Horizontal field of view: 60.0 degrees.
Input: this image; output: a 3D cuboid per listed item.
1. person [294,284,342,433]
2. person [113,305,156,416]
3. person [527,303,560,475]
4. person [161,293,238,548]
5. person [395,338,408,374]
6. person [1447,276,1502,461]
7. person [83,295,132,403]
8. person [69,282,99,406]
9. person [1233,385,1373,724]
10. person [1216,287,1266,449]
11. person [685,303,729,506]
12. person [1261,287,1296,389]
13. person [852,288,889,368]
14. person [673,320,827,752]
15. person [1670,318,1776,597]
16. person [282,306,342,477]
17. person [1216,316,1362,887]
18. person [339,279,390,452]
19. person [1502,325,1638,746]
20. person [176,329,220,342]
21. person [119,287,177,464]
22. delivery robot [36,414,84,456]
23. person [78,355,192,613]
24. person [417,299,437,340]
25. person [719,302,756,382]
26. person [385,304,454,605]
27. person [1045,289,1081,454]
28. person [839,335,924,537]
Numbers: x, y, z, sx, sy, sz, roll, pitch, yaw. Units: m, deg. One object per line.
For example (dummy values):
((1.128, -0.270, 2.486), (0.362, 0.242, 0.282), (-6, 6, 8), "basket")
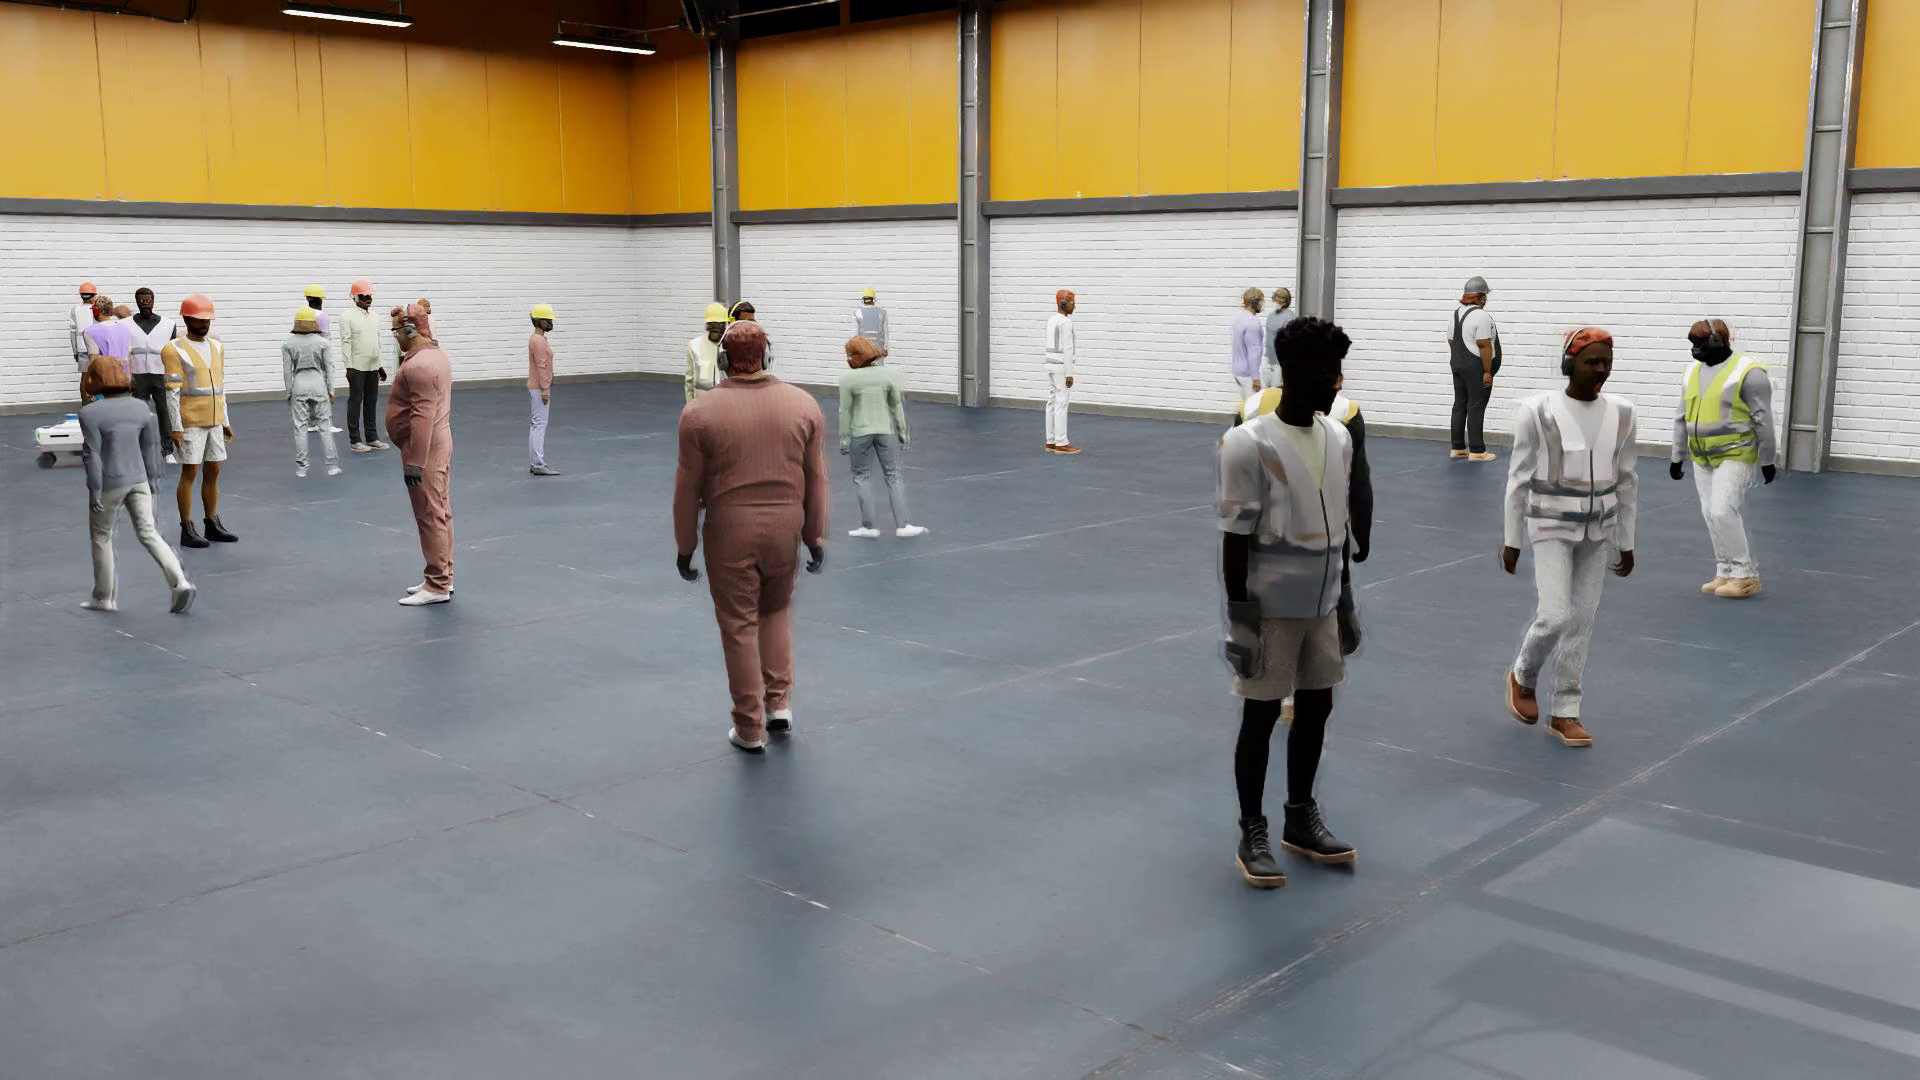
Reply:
((-8.306, -2.338, 21.494), (0.594, 1.924, 0.373), (5, 10, 27), "person")
((-11.931, -2.570, 23.925), (0.561, 1.600, 0.593), (-4, 10, -25), "person")
((-4.299, -1.550, 17.158), (0.326, 1.765, 0.530), (-3, 10, -19), "person")
((-5.797, -0.914, 12.739), (0.376, 1.932, 0.551), (4, 10, 22), "person")
((-6.893, -2.080, 20.923), (0.520, 1.602, 0.855), (6, 11, 32), "person")
((5.746, -1.906, 18.500), (0.538, 2.000, 0.683), (-3, 10, -17), "person")
((-8.832, -1.614, 17.300), (0.380, 1.845, 0.570), (3, 10, 16), "person")
((-12.607, -2.773, 24.162), (0.546, 1.929, 0.388), (0, 9, 0), "person")
((1.672, -0.073, 7.969), (0.657, 1.818, 0.751), (6, 11, 32), "person")
((3.122, -1.771, 18.011), (0.605, 1.926, 0.680), (0, 9, -1), "person")
((-2.167, -1.195, 14.826), (0.620, 1.809, 0.732), (0, 9, -1), "person")
((3.906, -2.137, 20.353), (0.372, 1.906, 0.692), (-3, 10, -18), "person")
((-1.404, -3.017, 25.974), (0.586, 1.825, 0.404), (-2, 9, -11), "person")
((-0.951, -0.019, 7.364), (0.670, 1.892, 0.508), (-4, 10, -25), "person")
((4.946, -0.530, 10.789), (0.510, 1.805, 0.645), (-3, 10, -18), "person")
((-6.649, -1.515, 17.060), (0.532, 1.735, 0.360), (-3, 10, -16), "person")
((1.142, 0.212, 5.784), (0.633, 1.957, 0.367), (-6, 11, -33), "person")
((-6.932, -2.025, 19.363), (0.380, 1.996, 0.608), (4, 10, 23), "person")
((2.722, -0.017, 7.424), (0.601, 1.871, 0.449), (-2, 9, -12), "person")
((-8.557, -1.800, 18.691), (0.525, 1.769, 0.310), (0, 9, 3), "person")
((-8.770, -1.767, 18.011), (0.590, 1.922, 0.392), (-5, 10, -27), "person")
((-9.516, -1.108, 17.865), (0.707, 0.478, 0.477), (-4, 10, -22), "delivery robot")
((-5.107, -0.335, 10.209), (0.791, 1.605, 0.511), (4, 10, 24), "person")
((-8.645, -3.070, 26.879), (0.498, 1.633, 0.282), (4, 10, 23), "person")
((-1.728, -0.941, 13.134), (0.335, 1.864, 0.521), (2, 9, 11), "person")
((-3.425, -0.540, 10.557), (0.407, 1.902, 0.639), (-1, 9, -8), "person")
((1.166, -1.938, 19.173), (0.358, 1.884, 0.574), (-3, 10, -18), "person")
((-0.633, -0.816, 13.174), (0.672, 1.601, 0.381), (-4, 10, -23), "person")
